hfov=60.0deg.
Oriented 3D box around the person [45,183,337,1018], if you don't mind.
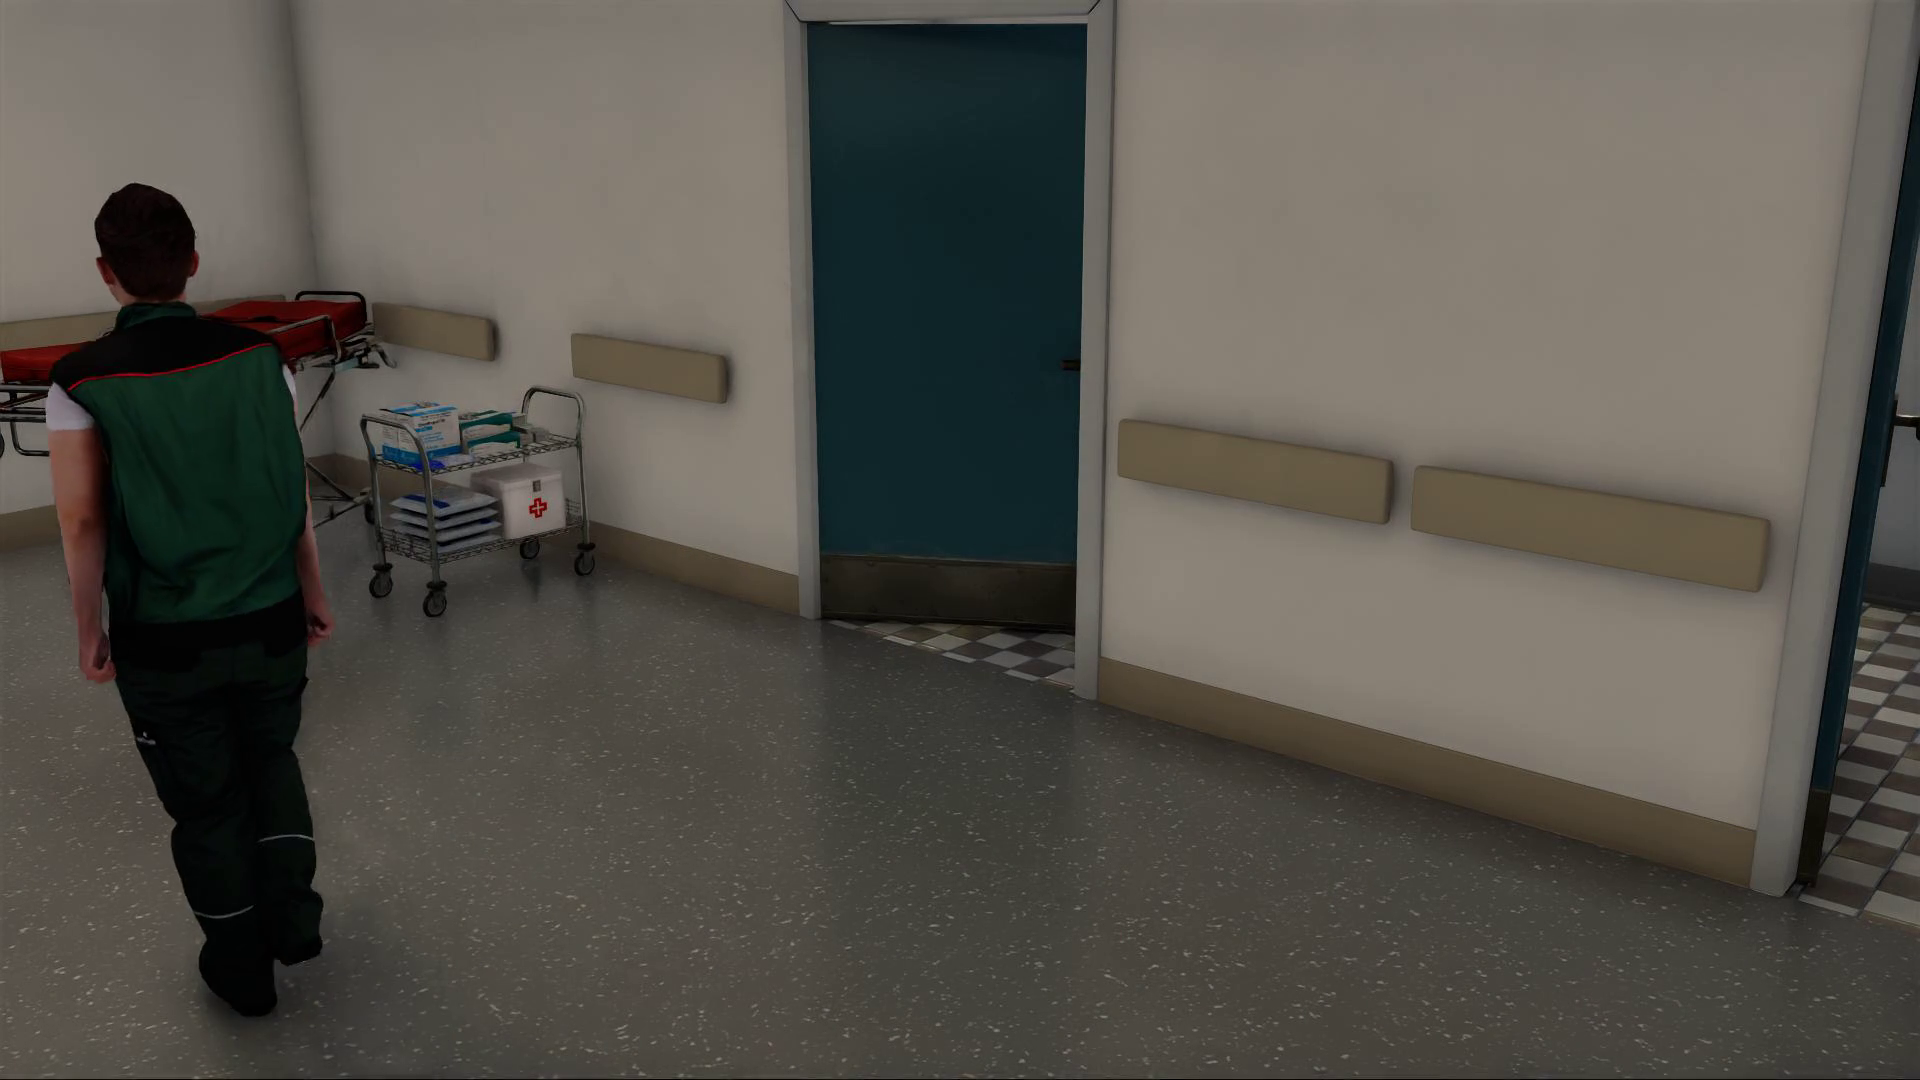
[{"bbox_3d":[-1.572,0.184,3.524,0.710,1.834,0.719,-13,20,-38],"label":"person"}]
